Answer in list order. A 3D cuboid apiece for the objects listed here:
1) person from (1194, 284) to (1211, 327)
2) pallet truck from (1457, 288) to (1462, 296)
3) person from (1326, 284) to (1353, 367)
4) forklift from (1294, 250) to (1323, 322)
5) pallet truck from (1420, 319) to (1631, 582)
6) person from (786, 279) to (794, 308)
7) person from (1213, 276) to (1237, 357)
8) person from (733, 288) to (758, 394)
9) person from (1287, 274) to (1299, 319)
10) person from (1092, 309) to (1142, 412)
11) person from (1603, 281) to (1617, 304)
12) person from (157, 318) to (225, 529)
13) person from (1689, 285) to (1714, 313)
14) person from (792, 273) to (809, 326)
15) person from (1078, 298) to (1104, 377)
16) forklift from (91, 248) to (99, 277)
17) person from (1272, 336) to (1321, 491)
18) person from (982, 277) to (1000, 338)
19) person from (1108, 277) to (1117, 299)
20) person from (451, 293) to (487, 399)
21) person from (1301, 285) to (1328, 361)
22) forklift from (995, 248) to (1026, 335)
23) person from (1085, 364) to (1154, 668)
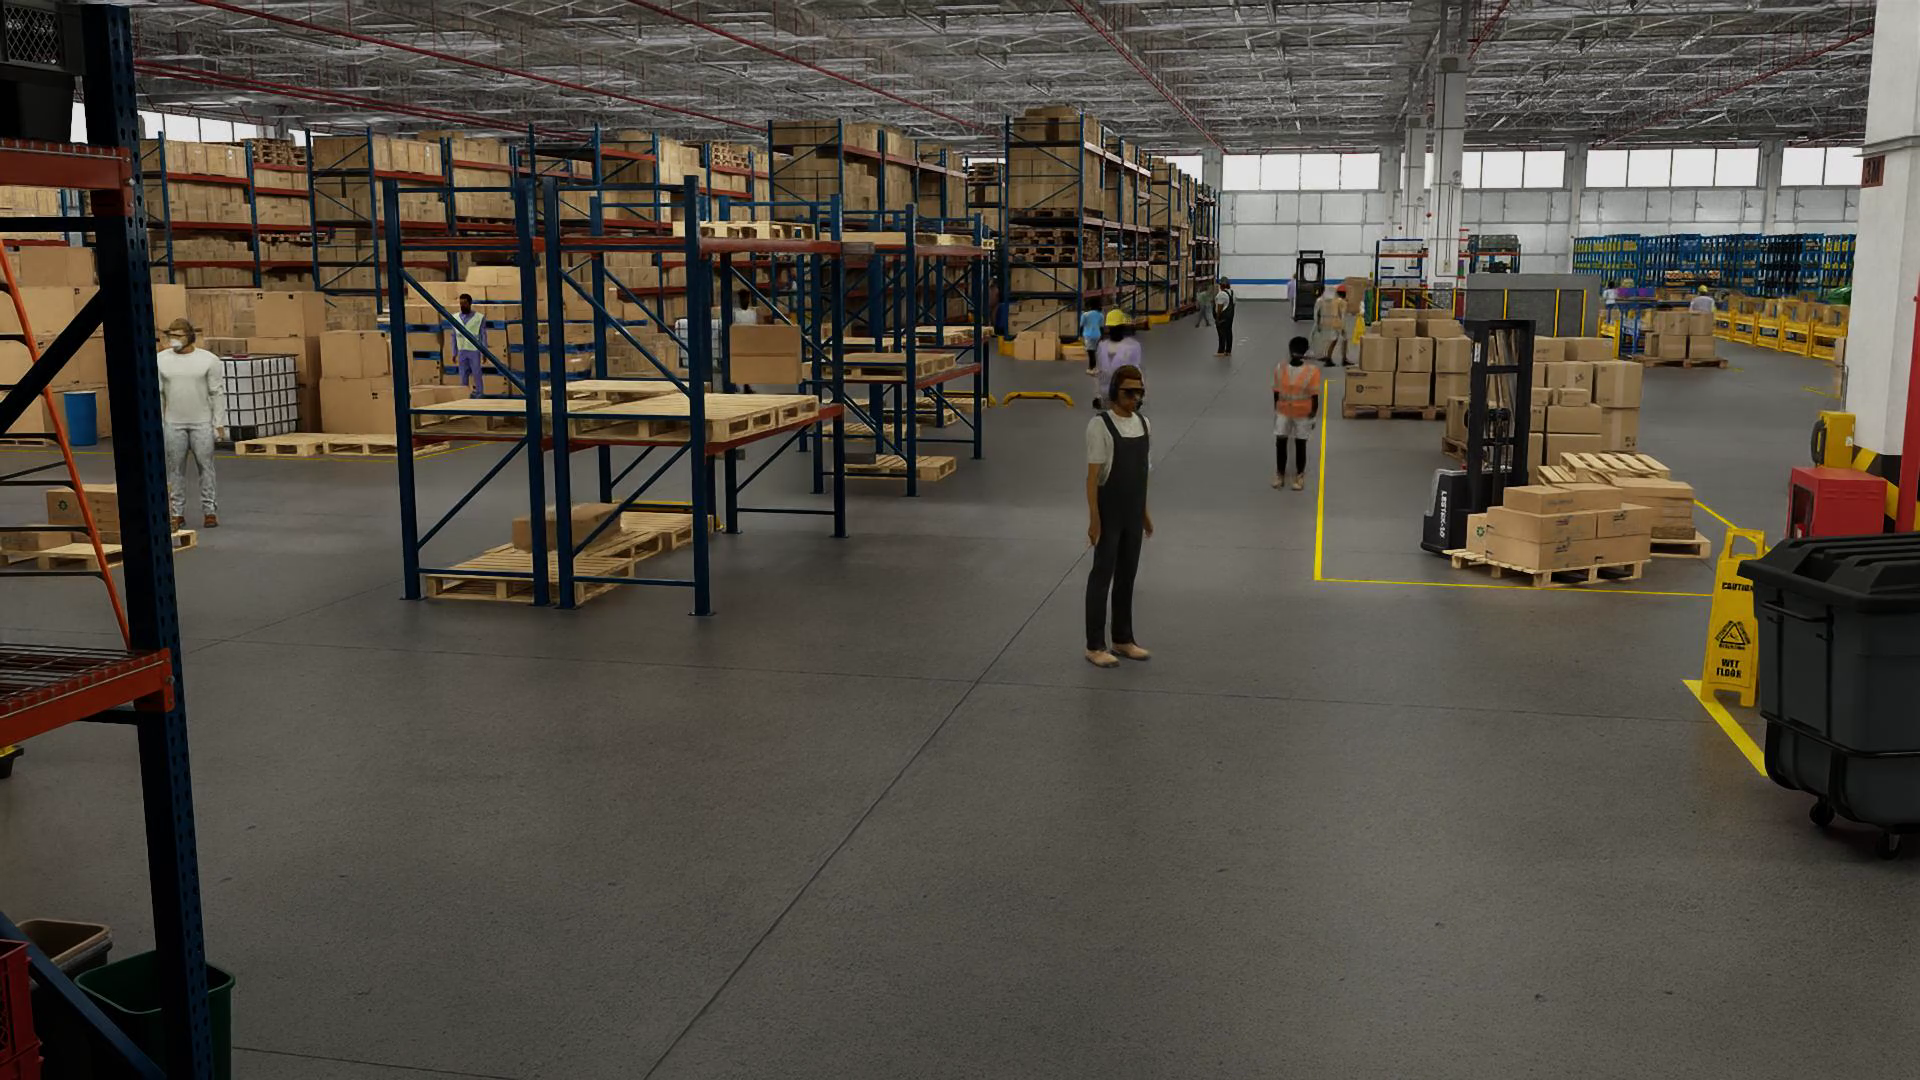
[{"bbox_3d":[8.856,-8.543,60.619,0.857,1.585,0.499,-7,12,-35],"label":"person"},{"bbox_3d":[20.506,-9.785,68.819,0.653,1.274,1.630,2,10,12],"label":"pallet truck"},{"bbox_3d":[8.756,-4.937,38.304,0.516,1.934,0.547,-4,10,-21],"label":"person"},{"bbox_3d":[13.778,-10.002,65.433,1.129,2.768,1.873,2,10,12],"label":"forklift"},{"bbox_3d":[4.543,-0.757,13.299,0.823,1.965,1.885,-4,10,-22],"label":"pallet truck"},{"bbox_3d":[-7.567,-11.131,74.950,0.557,1.916,0.500,0,10,1],"label":"person"},{"bbox_3d":[6.693,-5.693,42.402,0.536,2.000,0.676,9,13,43],"label":"person"},{"bbox_3d":[-3.885,-3.573,30.125,0.410,1.952,0.606,9,13,43],"label":"person"},{"bbox_3d":[13.842,-10.038,68.611,0.655,1.881,1.042,5,11,26],"label":"person"},{"bbox_3d":[1.805,-1.693,19.082,0.597,1.910,0.454,8,13,40],"label":"person"},{"bbox_3d":[23.590,-8.535,60.303,0.541,1.683,0.581,-1,10,-6],"label":"person"},{"bbox_3d":[-7.097,-1.067,15.319,0.627,1.936,0.376,-3,10,-15],"label":"person"},{"bbox_3d":[19.445,-5.780,43.657,0.604,1.795,0.910,2,10,10],"label":"person"},{"bbox_3d":[-5.907,-8.901,61.517,0.697,1.999,0.667,4,10,22],"label":"person"},{"bbox_3d":[2.815,-4.301,35.270,0.527,1.662,0.844,-4,10,-22],"label":"person"},{"bbox_3d":[-26.213,-7.624,51.350,1.129,2.768,1.873,2,10,12],"label":"forklift"},{"bbox_3d":[3.575,-1.340,17.697,0.549,1.659,0.565,5,11,26],"label":"person"},{"bbox_3d":[0.972,-7.342,52.582,0.639,1.903,0.407,-5,11,-27],"label":"person"},{"bbox_3d":[7.897,-12.958,86.062,0.644,1.824,0.450,1,10,9],"label":"person"},{"bbox_3d":[-8.033,-3.074,27.255,0.591,1.918,0.383,1,10,9],"label":"person"},{"bbox_3d":[8.594,-5.259,40.419,0.898,1.834,0.551,6,11,32],"label":"person"},{"bbox_3d":[1.664,-7.985,53.491,1.129,2.768,1.873,2,10,12],"label":"forklift"},{"bbox_3d":[0.976,-0.149,10.157,0.511,1.842,0.327,-8,13,-40],"label":"person"}]
